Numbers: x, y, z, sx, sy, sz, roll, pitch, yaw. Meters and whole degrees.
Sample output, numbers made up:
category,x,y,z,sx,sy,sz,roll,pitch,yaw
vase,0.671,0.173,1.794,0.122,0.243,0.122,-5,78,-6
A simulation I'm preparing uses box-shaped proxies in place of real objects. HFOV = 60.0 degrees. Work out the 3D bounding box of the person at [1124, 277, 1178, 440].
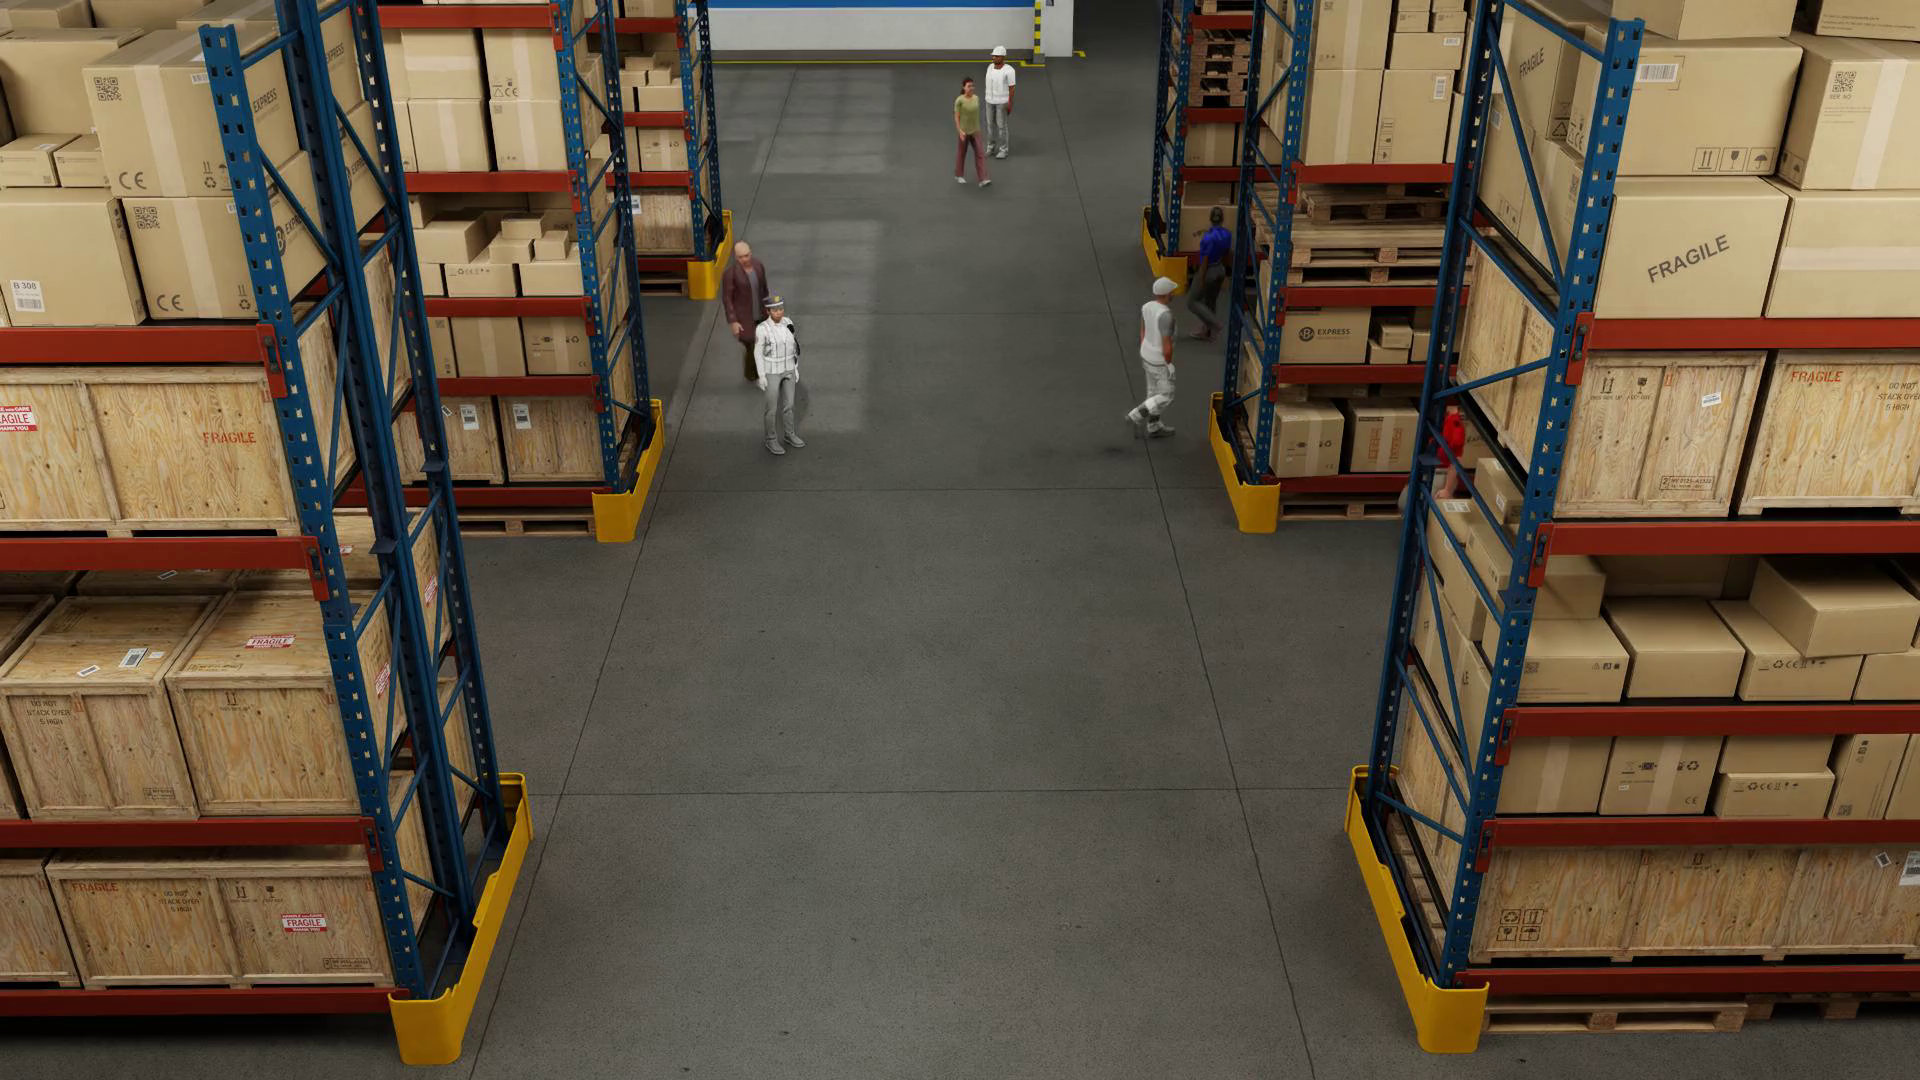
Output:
category,x,y,z,sx,sy,sz,roll,pitch,yaw
person,2.014,-1.867,17.350,0.676,1.790,0.573,-9,30,-17

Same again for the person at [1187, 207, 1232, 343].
category,x,y,z,sx,sy,sz,roll,pitch,yaw
person,3.003,-3.149,19.860,0.469,1.660,0.578,-24,37,-37

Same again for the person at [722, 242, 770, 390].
category,x,y,z,sx,sy,sz,roll,pitch,yaw
person,-2.338,-2.484,18.550,0.474,1.788,0.659,23,36,36

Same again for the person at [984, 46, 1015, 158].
category,x,y,z,sx,sy,sz,roll,pitch,yaw
person,0.603,-7.184,27.271,0.559,1.769,0.414,20,34,33

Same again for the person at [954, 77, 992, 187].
category,x,y,z,sx,sy,sz,roll,pitch,yaw
person,0.167,-6.267,25.649,0.460,1.643,0.877,-11,30,-20

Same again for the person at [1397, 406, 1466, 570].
category,x,y,z,sx,sy,sz,roll,pitch,yaw
person,4.231,-0.535,14.936,0.432,1.741,0.579,-2,28,-3

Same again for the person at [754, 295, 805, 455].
category,x,y,z,sx,sy,sz,roll,pitch,yaw
person,-1.868,-1.742,17.226,0.468,1.690,0.363,-21,35,-34
